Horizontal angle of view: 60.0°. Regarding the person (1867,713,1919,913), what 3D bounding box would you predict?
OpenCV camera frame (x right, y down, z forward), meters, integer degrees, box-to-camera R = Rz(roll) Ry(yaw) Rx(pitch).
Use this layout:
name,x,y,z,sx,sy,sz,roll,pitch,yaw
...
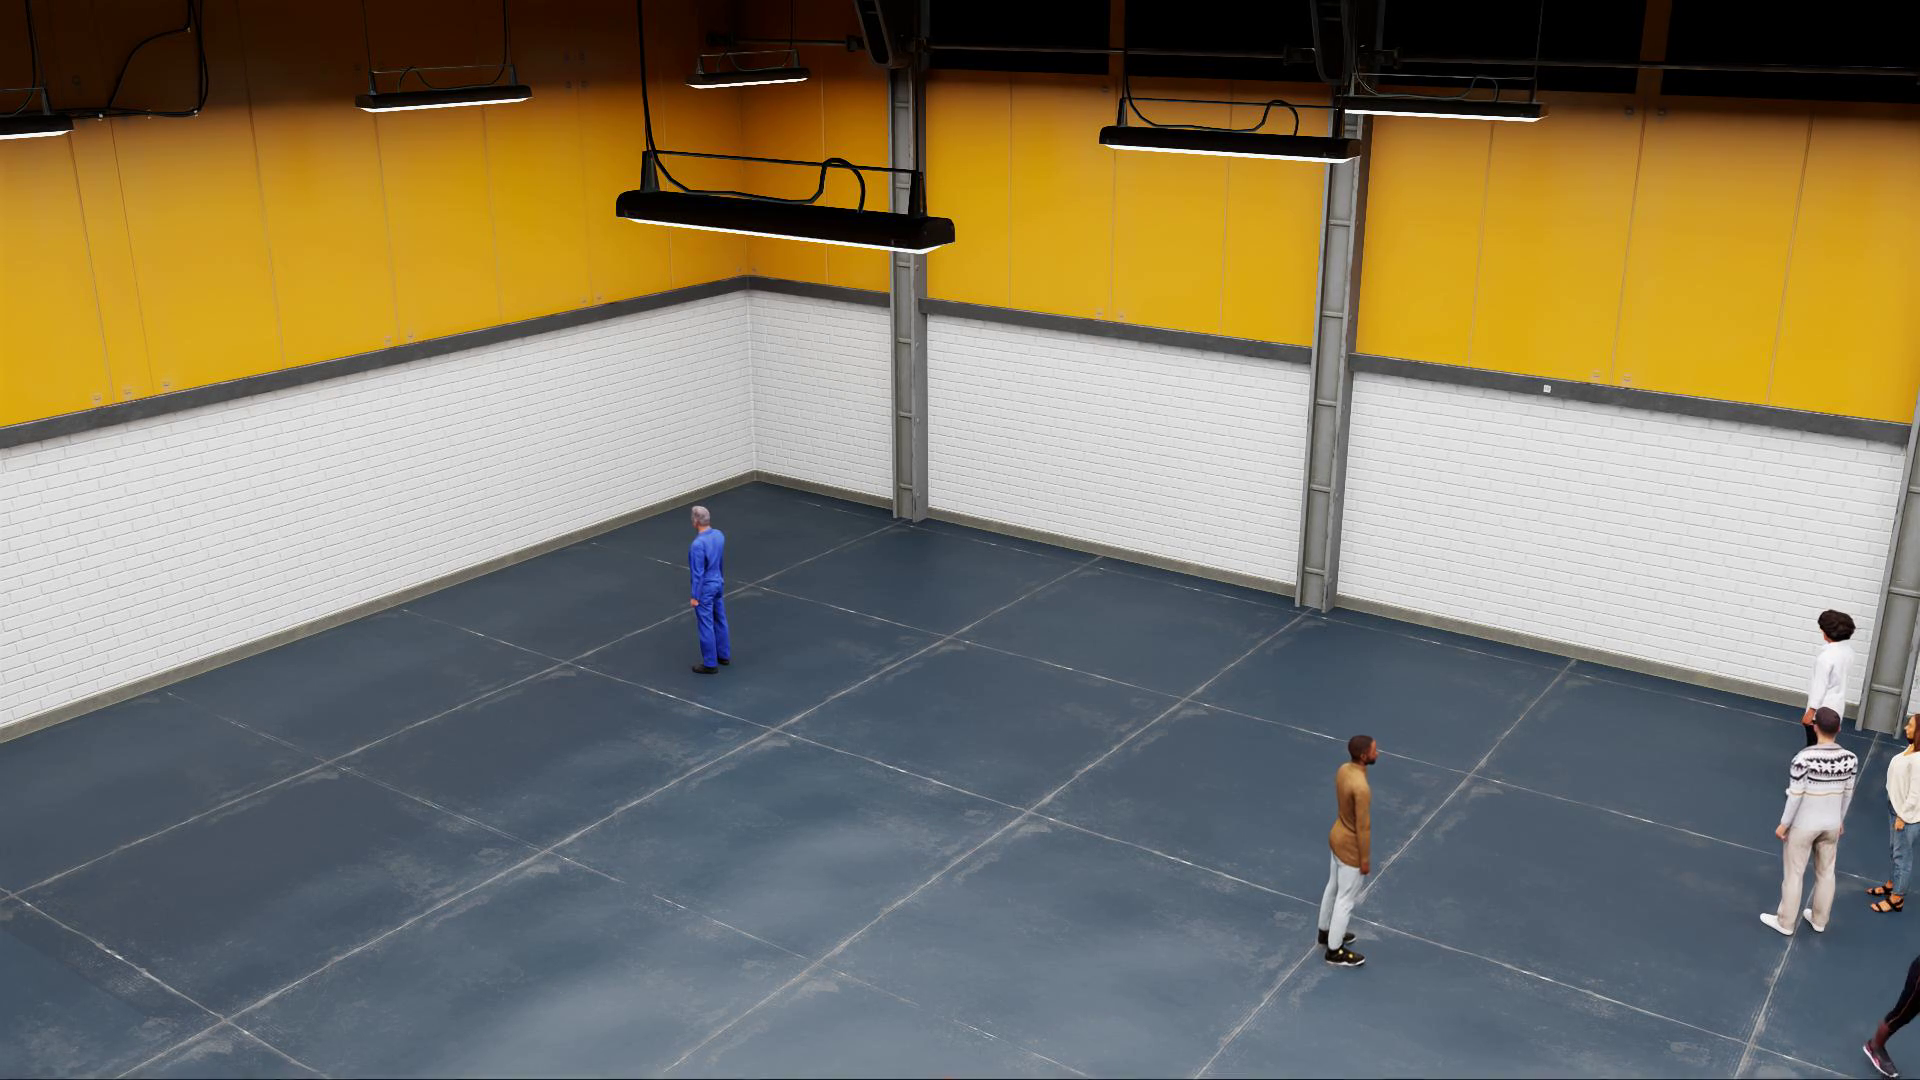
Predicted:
name,x,y,z,sx,sy,sz,roll,pitch,yaw
person,7.482,2.138,13.134,0.603,1.683,0.656,8,20,22

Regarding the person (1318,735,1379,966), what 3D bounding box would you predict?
name,x,y,z,sx,sy,sz,roll,pitch,yaw
person,2.907,2.296,12.462,0.745,1.812,0.704,-1,19,-4

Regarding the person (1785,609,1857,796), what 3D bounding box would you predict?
name,x,y,z,sx,sy,sz,roll,pitch,yaw
person,7.748,1.482,14.885,0.688,1.807,0.657,-13,23,-35

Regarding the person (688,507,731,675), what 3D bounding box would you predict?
name,x,y,z,sx,sy,sz,roll,pitch,yaw
person,-2.677,0.517,17.724,0.631,1.825,0.765,8,20,22

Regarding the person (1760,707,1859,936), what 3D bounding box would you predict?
name,x,y,z,sx,sy,sz,roll,pitch,yaw
person,6.566,2.166,12.773,0.747,1.860,0.823,-2,19,-6
